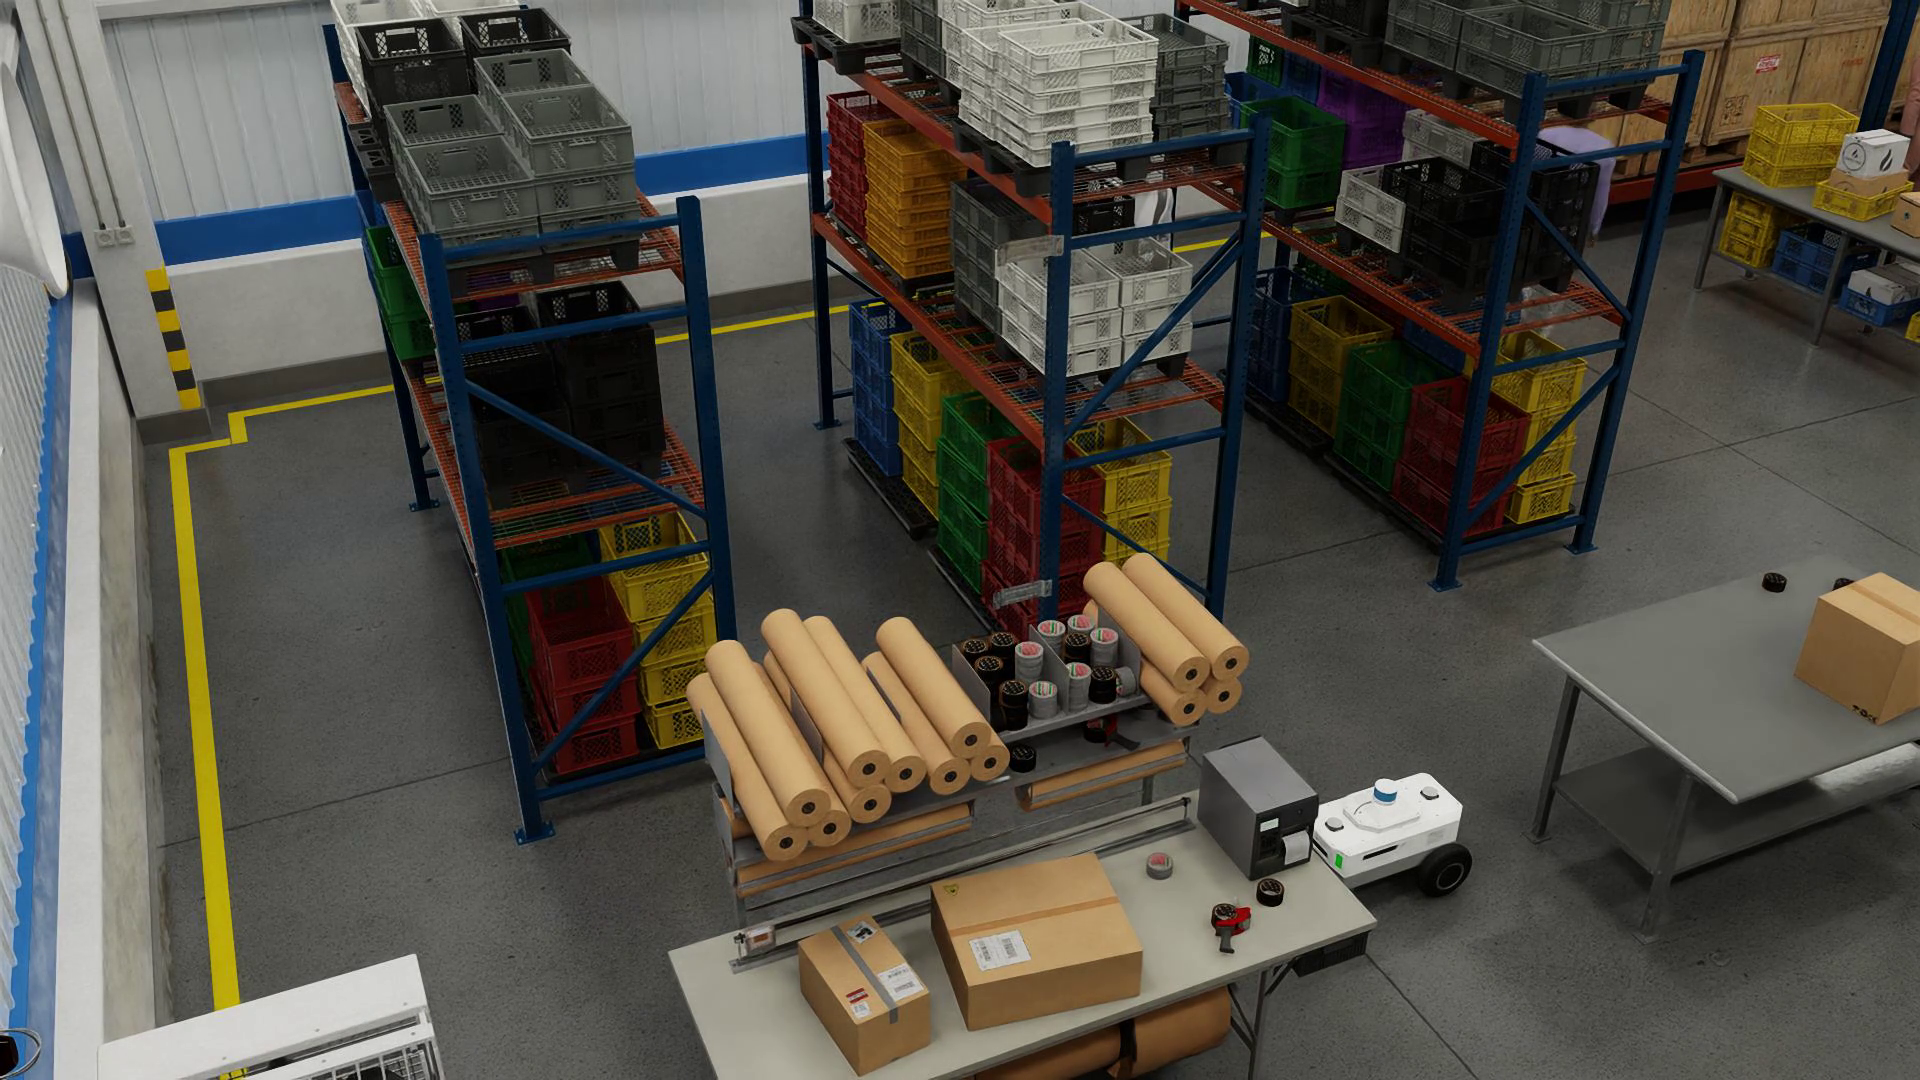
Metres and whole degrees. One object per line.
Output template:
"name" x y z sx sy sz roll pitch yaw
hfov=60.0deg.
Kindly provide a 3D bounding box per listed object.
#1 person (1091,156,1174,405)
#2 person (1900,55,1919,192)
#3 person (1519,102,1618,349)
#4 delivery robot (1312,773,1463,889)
"person" 1.146 -1.809 11.357 0.572 1.883 0.356 -2 32 -4
"person" 8.256 -3.516 14.106 0.655 1.906 0.407 -13 34 -20
"person" 4.372 -2.331 12.163 0.630 1.926 0.455 15 35 23
"delivery robot" 1.888 1.293 7.490 0.707 0.478 0.477 -13 34 -20
